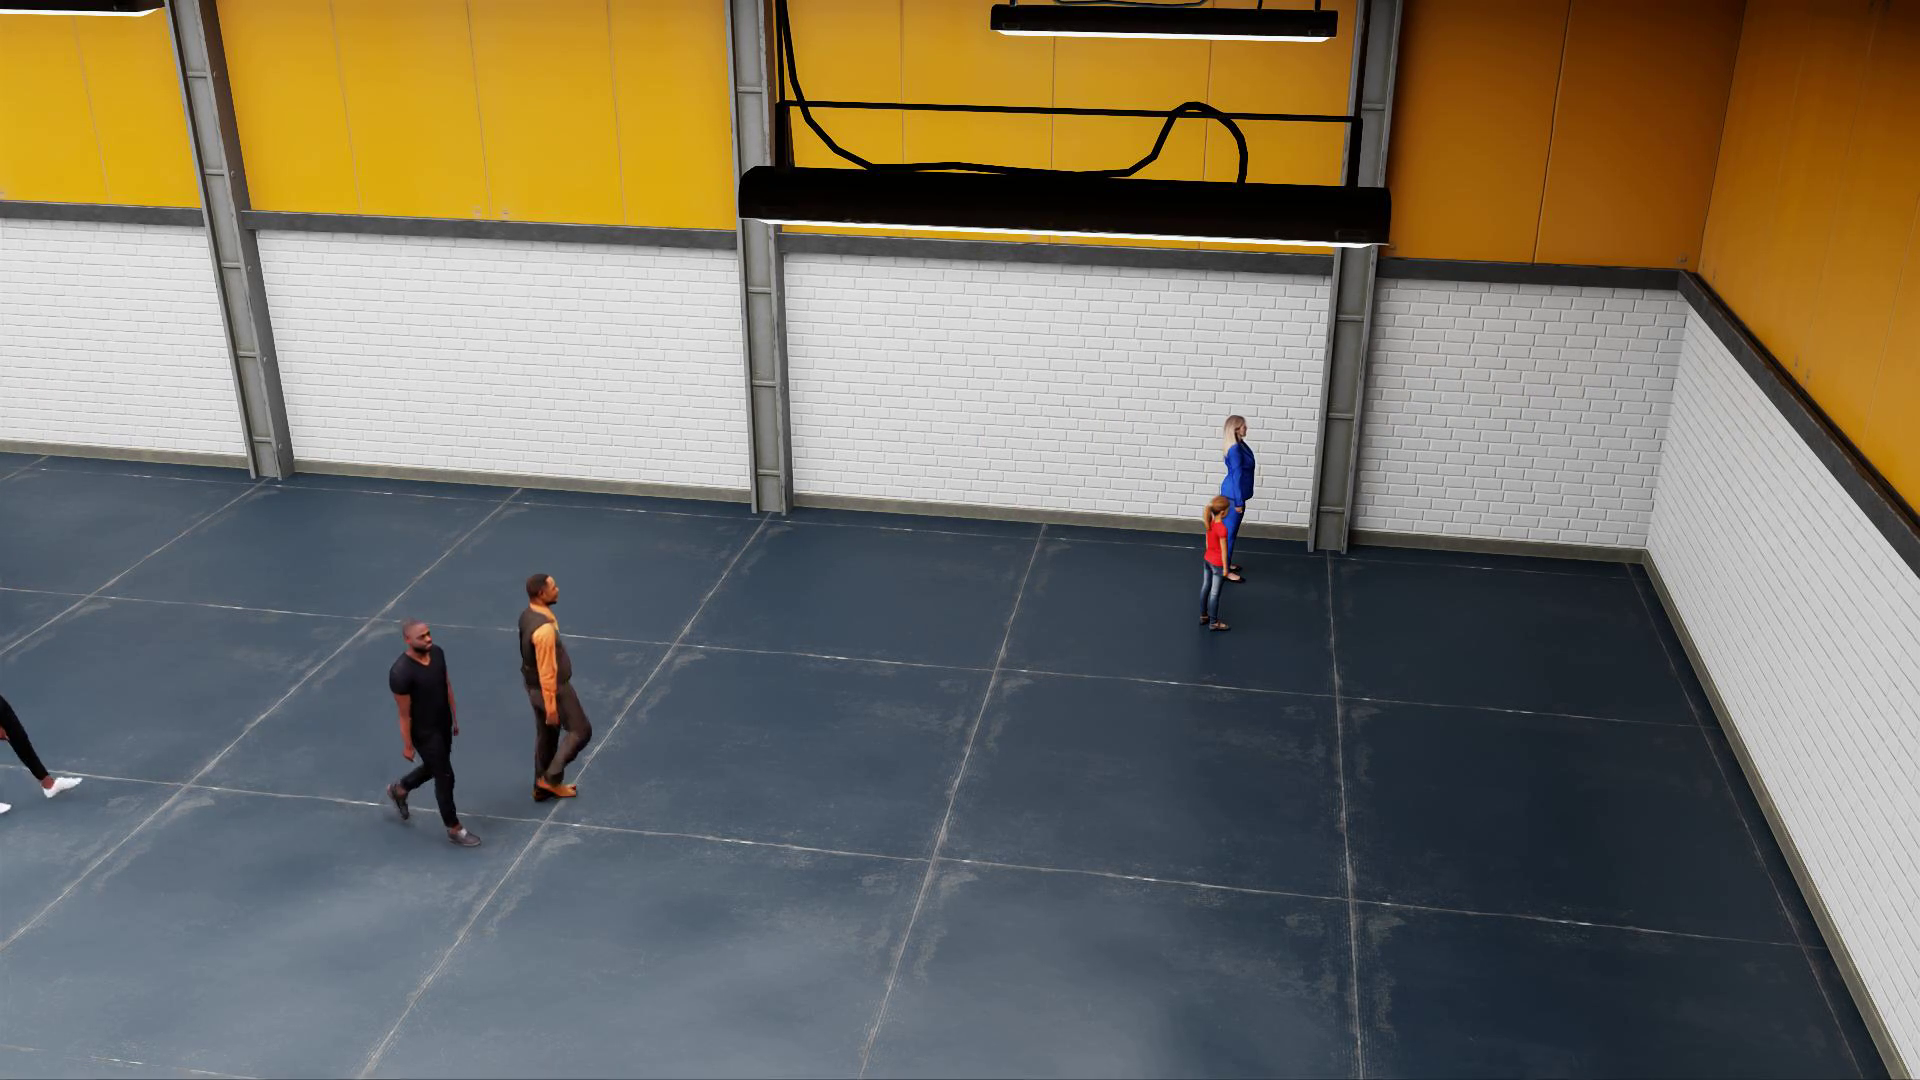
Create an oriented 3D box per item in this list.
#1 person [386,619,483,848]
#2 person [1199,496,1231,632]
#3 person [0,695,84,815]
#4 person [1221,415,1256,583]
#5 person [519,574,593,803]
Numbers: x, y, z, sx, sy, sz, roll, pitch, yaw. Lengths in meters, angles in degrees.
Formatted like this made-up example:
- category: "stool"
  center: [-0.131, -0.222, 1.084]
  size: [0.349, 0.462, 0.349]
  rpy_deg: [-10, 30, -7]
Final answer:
- category: "person"
  center: [-3.946, 1.388, 12.153]
  size: [1.185, 1.792, 0.845]
  rpy_deg: [10, 25, 21]
- category: "person"
  center: [2.365, 0.205, 15.461]
  size: [0.611, 1.310, 0.571]
  rpy_deg: [-8, 25, -19]
- category: "person"
  center: [-7.378, 1.321, 12.417]
  size: [1.123, 1.704, 0.947]
  rpy_deg: [-8, 25, -18]
- category: "person"
  center: [2.691, -0.425, 16.415]
  size: [0.581, 1.701, 0.635]
  rpy_deg: [1, 24, 3]
- category: "person"
  center: [-3.203, 1.160, 12.547]
  size: [0.903, 1.895, 0.860]
  rpy_deg: [-12, 26, -25]
